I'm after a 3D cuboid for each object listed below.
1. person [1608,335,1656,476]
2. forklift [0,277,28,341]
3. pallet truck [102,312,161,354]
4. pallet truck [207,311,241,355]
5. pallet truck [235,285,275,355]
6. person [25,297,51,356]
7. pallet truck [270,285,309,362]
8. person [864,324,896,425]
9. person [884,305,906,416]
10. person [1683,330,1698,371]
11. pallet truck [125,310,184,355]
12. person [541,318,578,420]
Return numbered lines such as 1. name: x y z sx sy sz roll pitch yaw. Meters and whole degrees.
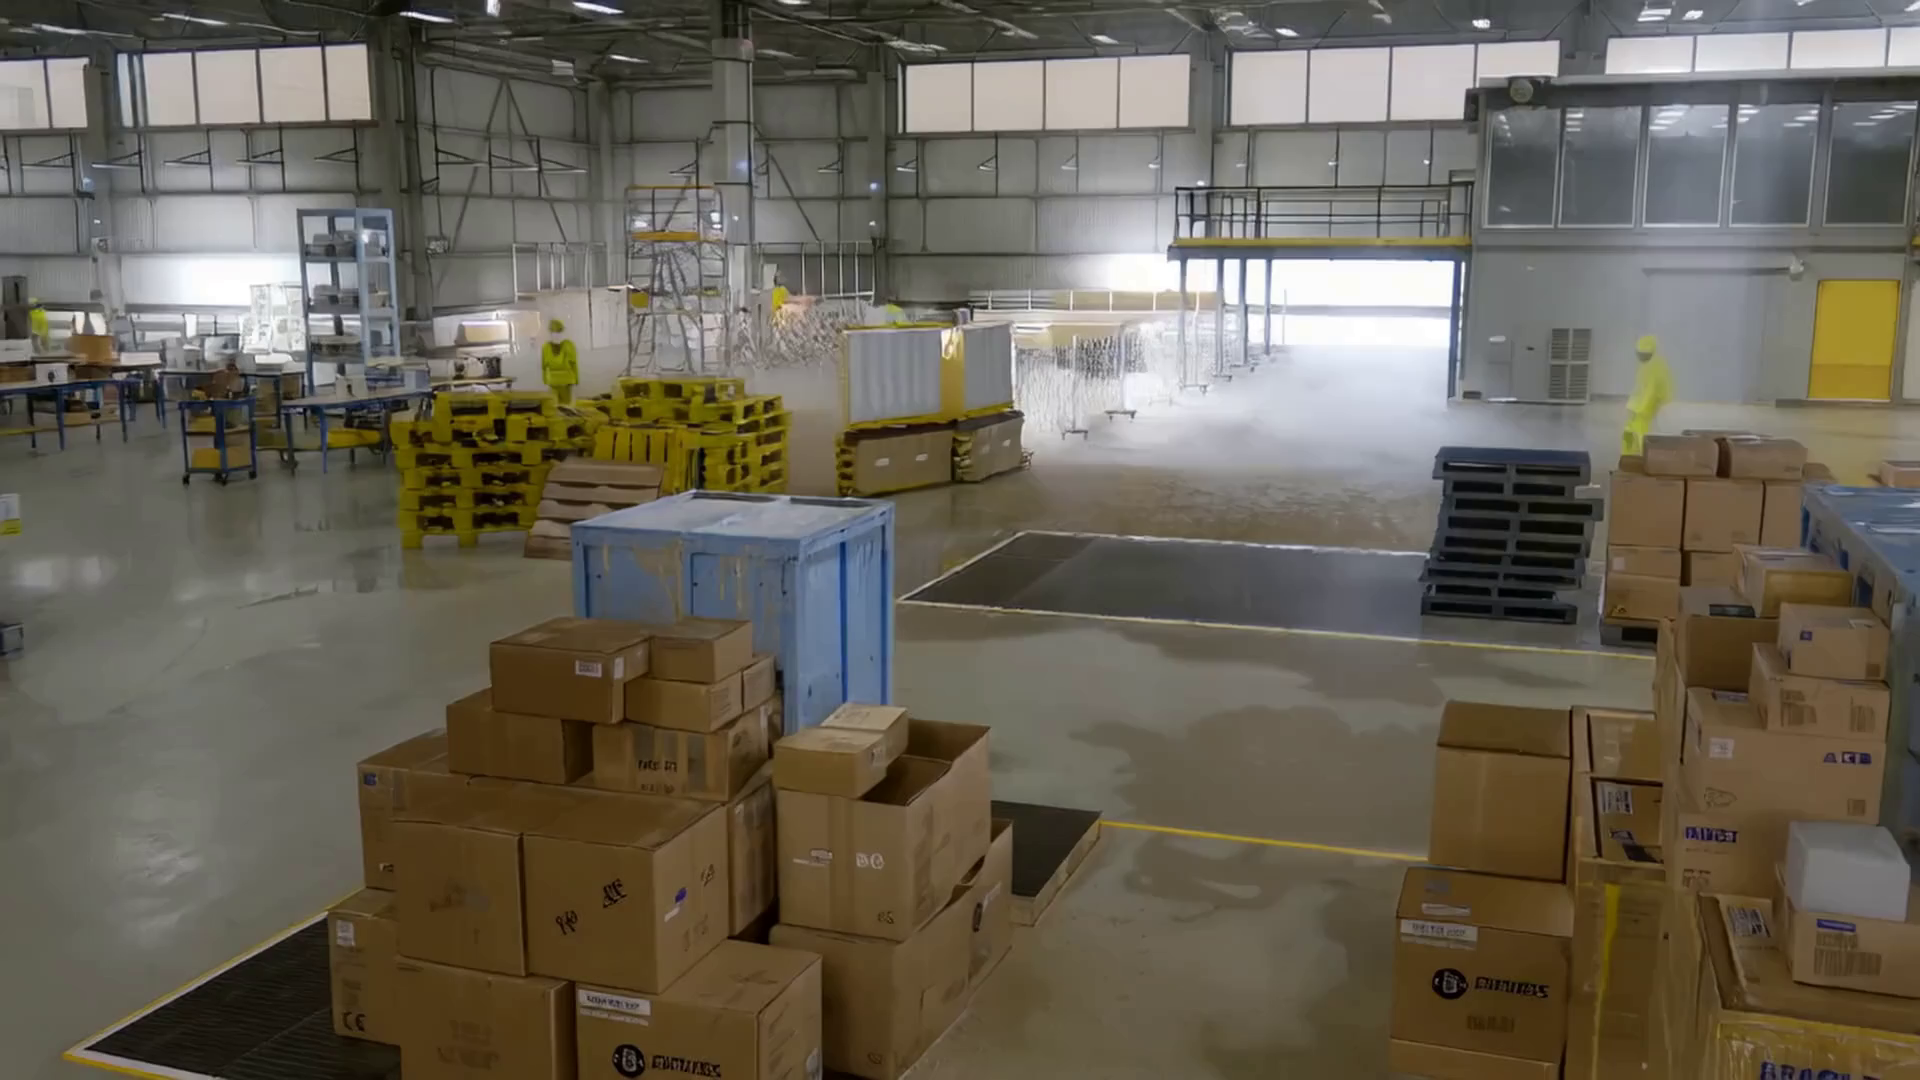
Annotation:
1. person: 8.799 -1.714 21.499 0.564 1.904 0.601 1 10 7
2. forklift: -27.151 -6.329 46.328 1.157 1.987 2.680 3 11 17
3. pallet truck: -23.057 -5.777 46.261 0.680 1.201 1.601 3 11 19
4. pallet truck: -19.537 -5.575 44.913 0.653 1.274 1.630 3 11 19
5. pallet truck: -18.327 -5.835 44.421 0.823 1.965 1.885 4 11 23
6. person: -22.705 -5.101 40.965 0.350 1.757 0.556 8 13 37
7. pallet truck: -17.147 -5.700 43.663 0.823 1.965 1.885 3 11 17
8. person: -1.352 -2.809 28.227 0.504 1.688 0.922 5 11 28
9. person: -1.221 -3.135 29.261 0.636 1.980 0.513 8 13 39
10. person: 14.984 -3.924 33.970 0.833 1.886 0.661 -1 10 -7
11. pallet truck: -22.038 -5.665 45.457 0.704 1.261 1.522 3 11 17
12. person: -6.151 -2.460 25.625 0.561 1.922 0.571 0 10 0
